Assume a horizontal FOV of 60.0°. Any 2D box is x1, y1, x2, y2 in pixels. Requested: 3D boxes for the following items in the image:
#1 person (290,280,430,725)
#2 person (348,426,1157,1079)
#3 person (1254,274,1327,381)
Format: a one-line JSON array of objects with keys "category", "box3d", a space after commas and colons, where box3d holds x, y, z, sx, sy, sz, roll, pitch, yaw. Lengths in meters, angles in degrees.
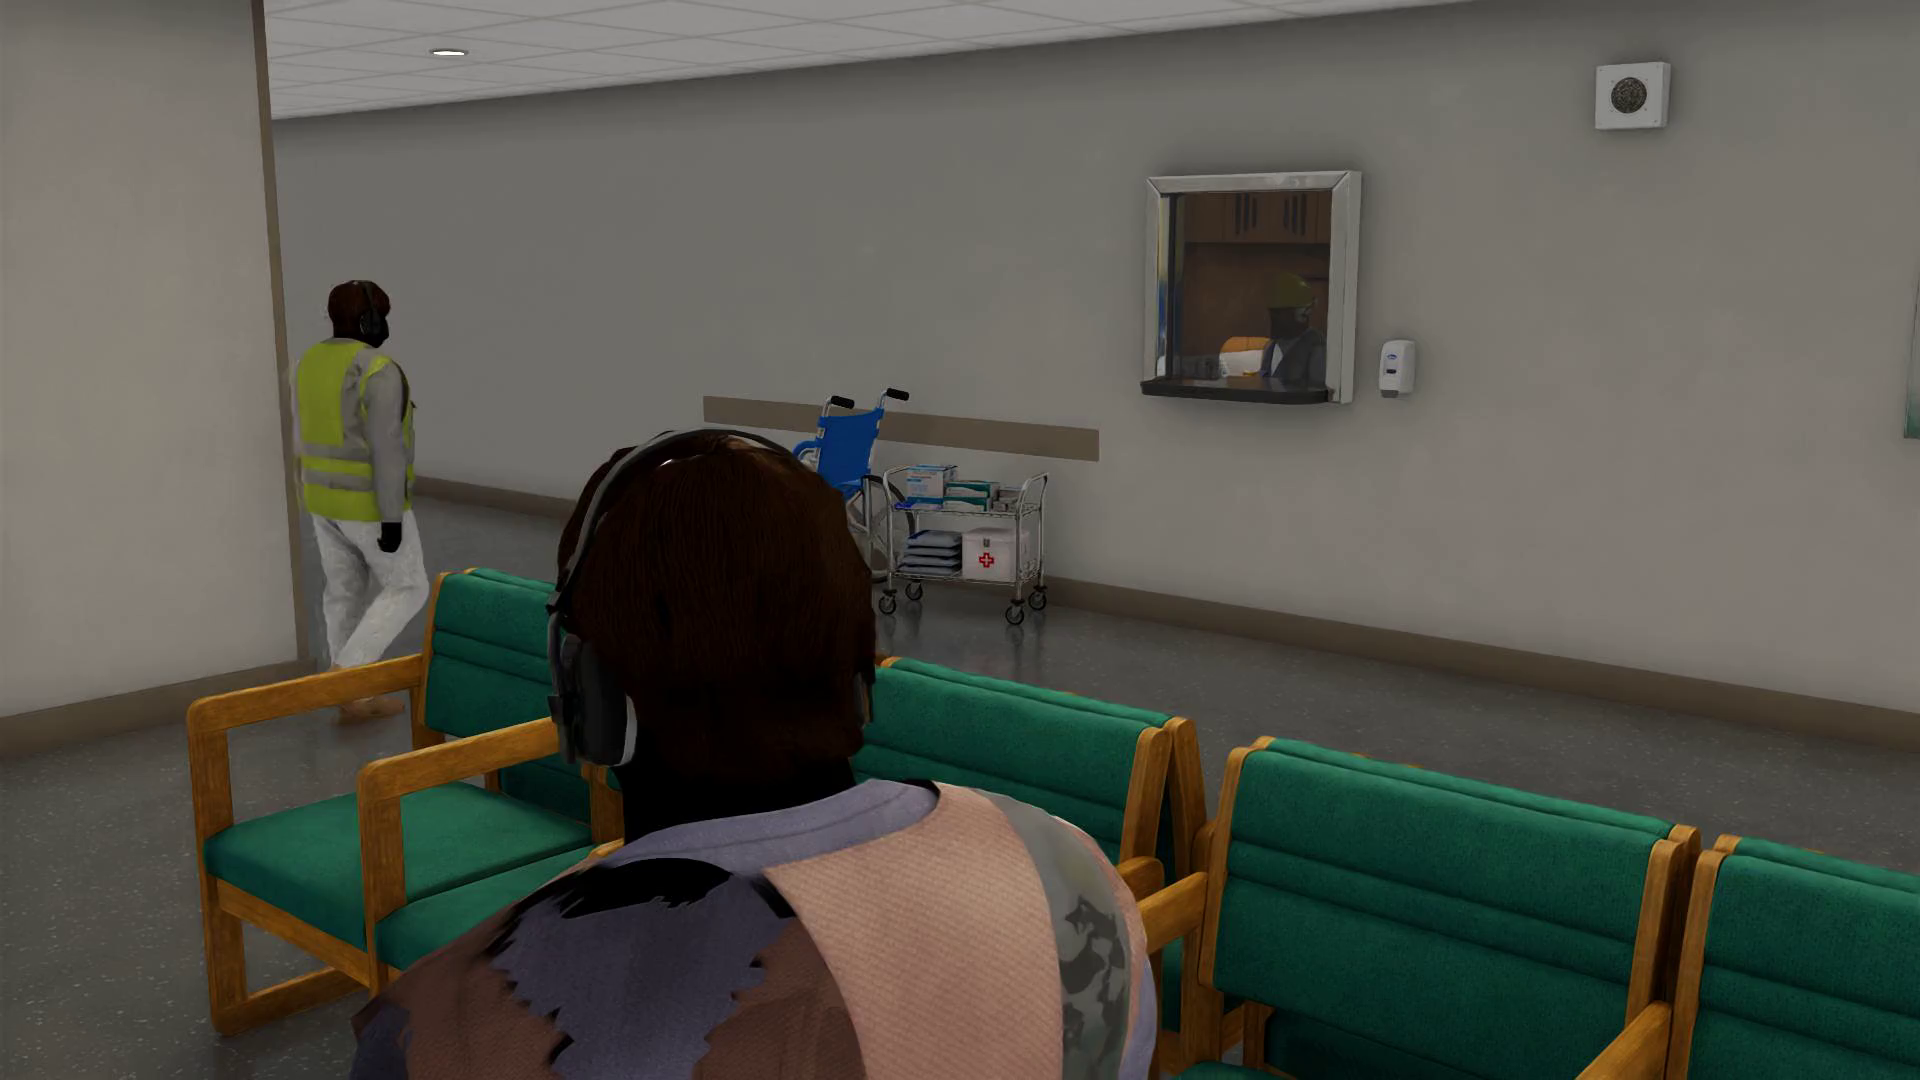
[{"category": "person", "box3d": [-2.450, -0.130, 6.750, 0.641, 1.829, 0.492, 6, 12, 31]}, {"category": "person", "box3d": [-0.153, 0.834, 1.240, 0.634, 1.839, 0.429, -8, 13, -38]}, {"category": "person", "box3d": [1.790, -0.516, 8.986, 0.405, 1.823, 0.590, -4, 11, -22]}]
